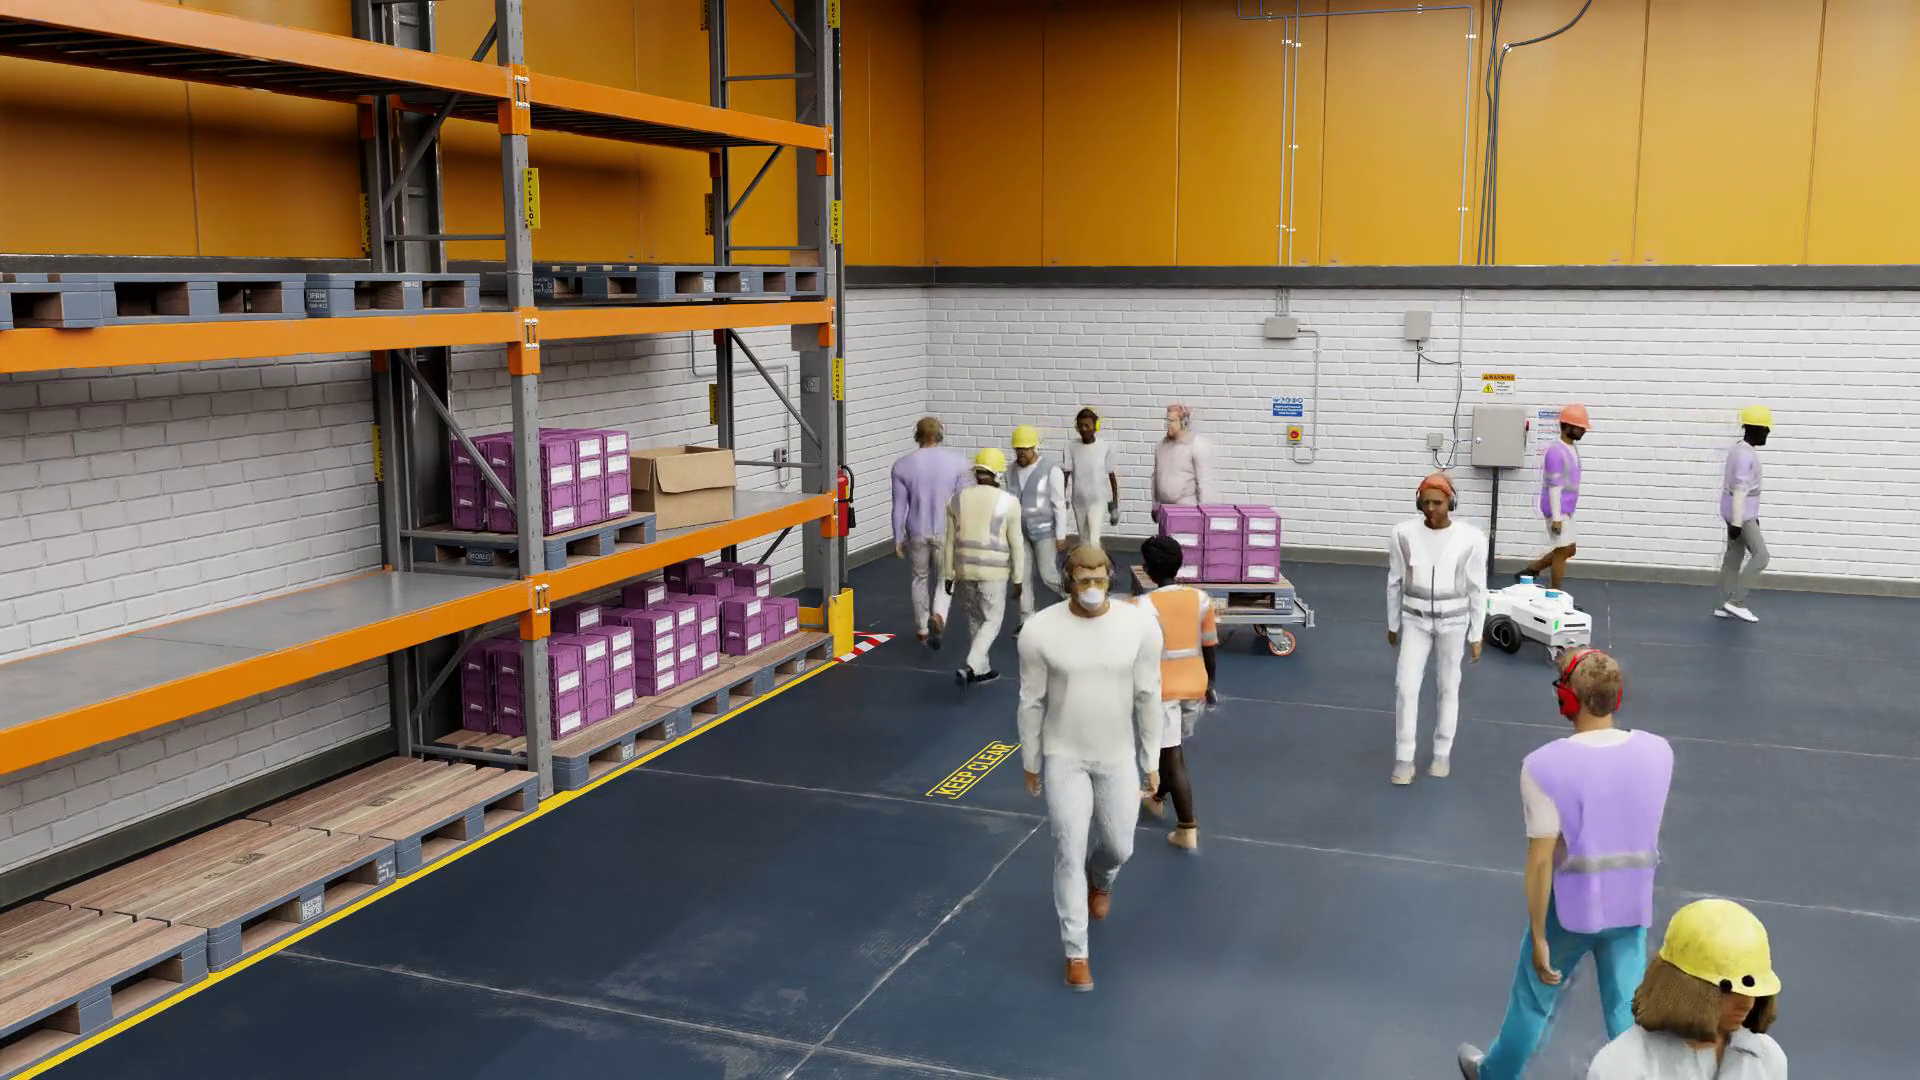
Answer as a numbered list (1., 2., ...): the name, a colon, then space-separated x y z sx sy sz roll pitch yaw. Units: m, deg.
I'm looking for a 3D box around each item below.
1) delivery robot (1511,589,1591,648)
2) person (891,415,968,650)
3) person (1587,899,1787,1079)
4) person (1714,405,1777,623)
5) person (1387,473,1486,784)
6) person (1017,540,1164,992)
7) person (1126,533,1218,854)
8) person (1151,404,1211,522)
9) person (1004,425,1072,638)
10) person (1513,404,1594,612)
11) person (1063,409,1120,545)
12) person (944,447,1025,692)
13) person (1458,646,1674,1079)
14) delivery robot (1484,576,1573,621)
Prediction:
1. delivery robot: 4.657 0.631 13.113 0.477 0.478 0.707 -2 9 -11
2. person: -0.251 -0.048 13.426 0.646 1.916 0.716 1 9 5
3. person: 1.566 1.590 3.704 0.489 1.717 0.742 -2 9 -11
4. person: 6.912 -0.228 14.572 0.501 1.909 0.585 3 10 20
5. person: 2.813 0.537 9.891 0.589 1.856 0.762 4 10 22
6. person: 0.563 0.928 7.286 0.634 1.921 0.762 0 9 1
7. person: 1.062 0.788 8.924 0.545 1.654 0.832 -5 10 -27
8. person: 2.045 -0.326 15.292 0.887 1.877 0.654 -6 11 -35
9. person: 0.677 -0.085 14.018 0.629 1.799 0.679 7 11 37
10. person: 5.342 -0.286 14.947 0.619 1.901 0.559 8 12 40
11. person: 1.175 -0.301 15.310 0.518 1.813 0.984 4 10 21
12. person: 0.146 0.230 12.047 0.629 1.796 0.746 5 10 27
13. person: 2.108 1.247 5.674 0.575 1.790 0.978 -2 9 -10
14. delivery robot: 4.657 0.538 13.696 0.707 0.478 0.477 1 9 6
